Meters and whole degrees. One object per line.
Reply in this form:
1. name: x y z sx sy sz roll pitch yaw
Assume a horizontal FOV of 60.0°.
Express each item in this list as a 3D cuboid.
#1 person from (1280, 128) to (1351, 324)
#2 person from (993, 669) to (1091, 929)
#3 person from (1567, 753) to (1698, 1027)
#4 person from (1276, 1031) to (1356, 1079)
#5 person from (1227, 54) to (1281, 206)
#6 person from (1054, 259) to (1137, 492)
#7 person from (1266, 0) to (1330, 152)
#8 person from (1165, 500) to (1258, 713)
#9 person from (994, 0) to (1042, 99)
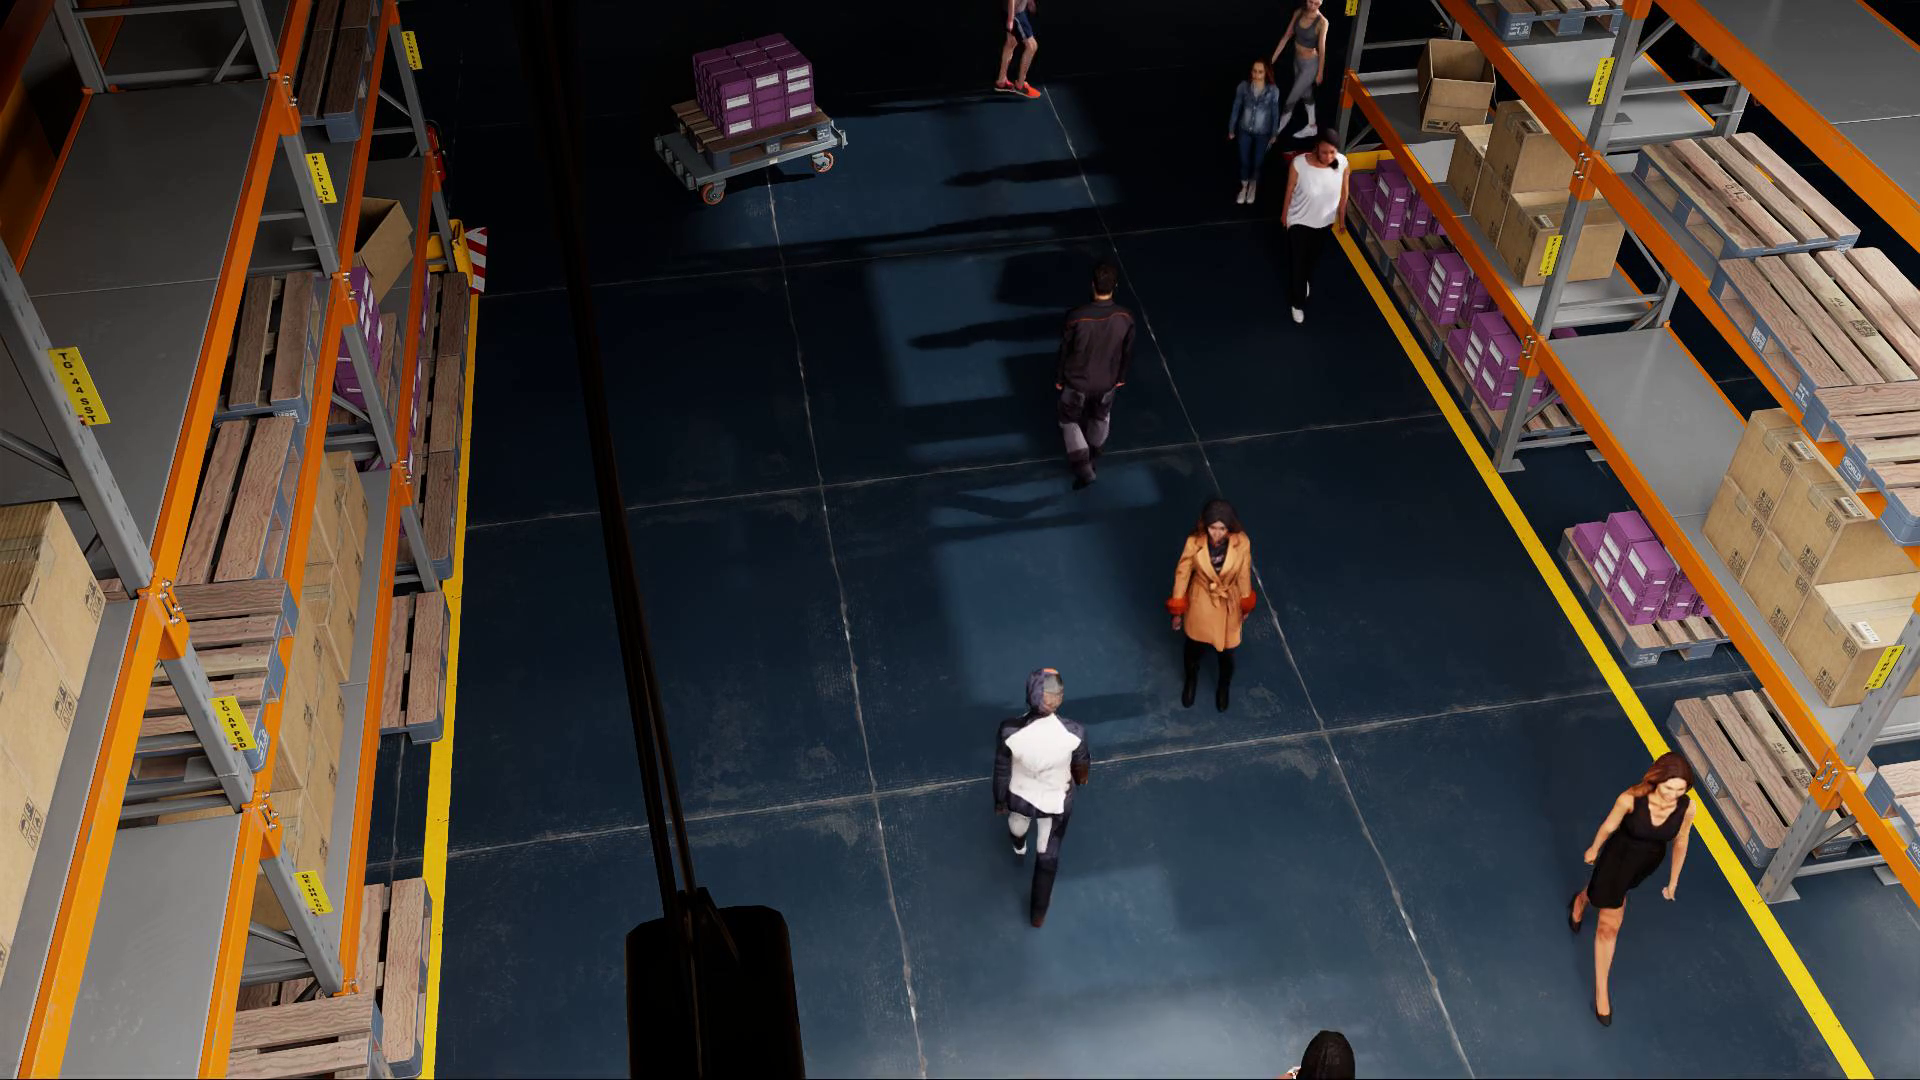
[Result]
1. person: 2.965 -2.760 14.029 0.664 1.661 0.934 -7 44 -7
2. person: 0.449 1.517 9.394 0.885 1.861 1.106 6 44 7
3. person: 3.684 1.726 9.223 0.772 1.795 1.168 3 44 3
4. person: 1.632 2.997 7.904 0.883 1.774 1.230 5 44 5
5. person: 2.716 -3.786 15.247 0.676 1.467 0.692 16 46 16
6. person: 0.960 -1.163 12.157 0.710 1.930 0.930 -7 44 -7
7. person: 3.354 -4.527 15.883 0.914 1.663 1.092 -20 47 -20
8. person: 1.603 0.375 10.697 0.812 1.719 0.755 4 44 4
9. person: 0.467 -5.306 16.574 0.803 1.838 0.741 3 44 3
